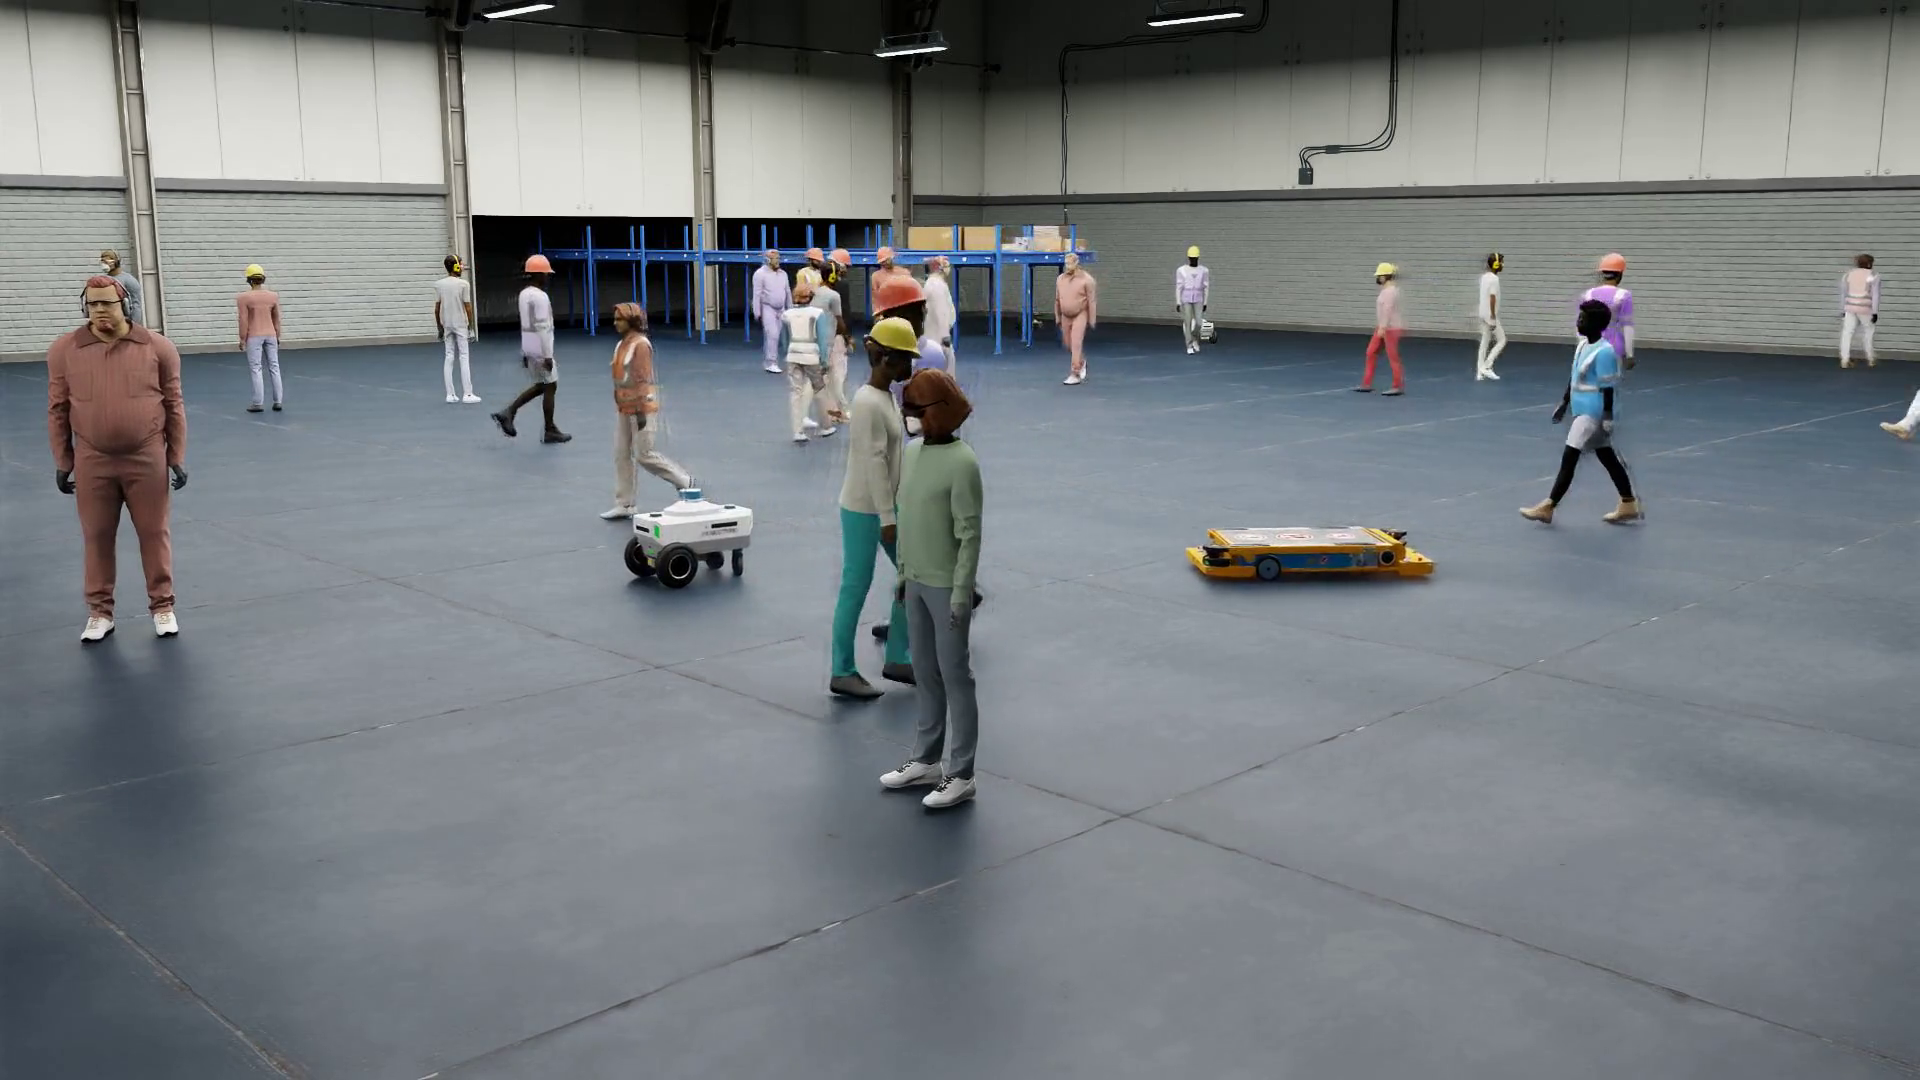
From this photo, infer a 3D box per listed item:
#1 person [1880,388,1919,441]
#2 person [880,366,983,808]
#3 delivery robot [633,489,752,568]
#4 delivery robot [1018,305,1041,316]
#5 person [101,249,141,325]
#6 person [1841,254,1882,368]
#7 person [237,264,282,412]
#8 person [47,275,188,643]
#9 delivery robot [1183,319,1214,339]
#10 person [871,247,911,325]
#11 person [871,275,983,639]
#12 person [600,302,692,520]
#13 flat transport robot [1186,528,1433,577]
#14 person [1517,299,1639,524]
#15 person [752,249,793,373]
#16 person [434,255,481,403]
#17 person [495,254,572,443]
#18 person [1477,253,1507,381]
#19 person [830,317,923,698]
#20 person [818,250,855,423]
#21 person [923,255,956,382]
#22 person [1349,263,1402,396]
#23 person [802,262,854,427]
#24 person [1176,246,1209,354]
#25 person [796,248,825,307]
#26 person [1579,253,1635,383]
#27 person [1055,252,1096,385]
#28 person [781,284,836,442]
[{"bbox_3d":[9.959,-1.859,16.862,0.983,1.778,0.640,5,11,25],"label":"person"},{"bbox_3d":[-0.095,0.170,6.214,0.288,1.633,0.497,-6,12,-31],"label":"person"},{"bbox_3d":[-1.654,-0.075,10.353,0.707,0.478,0.477,-8,13,-36],"label":"delivery robot"},{"bbox_3d":[1.565,-5.172,37.435,0.335,0.223,0.698,-6,12,-28],"label":"delivery robot"},{"bbox_3d":[-10.292,-2.573,20.340,0.630,1.940,0.370,3,11,17],"label":"person"},{"bbox_3d":[14.472,-3.661,26.646,0.932,1.795,0.658,-7,13,-35],"label":"person"},{"bbox_3d":[-8.442,-2.434,20.053,0.310,1.768,0.533,9,13,39],"label":"person"},{"bbox_3d":[-4.393,-0.423,8.702,0.646,1.907,0.401,-4,11,-20],"label":"person"},{"bbox_3d":[4.713,-4.208,32.890,0.477,0.478,0.707,-4,11,-21],"label":"delivery robot"},{"bbox_3d":[-0.932,-3.323,24.418,0.761,1.943,0.495,-3,11,-14],"label":"person"},{"bbox_3d":[-0.213,-0.427,8.728,0.494,1.905,0.559,-3,11,-14],"label":"person"},{"bbox_3d":[-2.384,-0.974,12.466,0.629,1.622,0.519,-7,13,-35],"label":"person"},{"bbox_3d":[2.209,0.069,10.595,1.431,0.197,0.652,-1,10,-3],"label":"flat transport robot"},{"bbox_3d":[4.618,-0.935,12.196,0.893,1.648,0.531,2,11,9],"label":"person"},{"bbox_3d":[-2.802,-3.501,25.531,0.707,1.881,0.671,9,14,40],"label":"person"},{"bbox_3d":[-6.397,-2.674,21.098,0.520,1.864,0.333,2,11,13],"label":"person"},{"bbox_3d":[-4.354,-1.938,16.932,0.671,1.920,0.550,-7,12,-33],"label":"person"},{"bbox_3d":[7.764,-3.240,24.202,0.453,1.853,0.559,-1,10,-4],"label":"person"},{"bbox_3d":[-0.327,-0.134,7.581,0.624,1.735,0.550,2,11,13],"label":"person"},{"bbox_3d":[-1.441,-2.330,19.036,0.572,1.944,0.819,-6,12,-31],"label":"person"},{"bbox_3d":[-0.341,-2.554,20.414,0.857,1.874,0.644,-1,10,-4],"label":"person"},{"bbox_3d":[5.538,-2.785,22.051,0.770,1.740,0.527,-1,10,-3],"label":"person"},{"bbox_3d":[-1.456,-2.172,18.510,1.008,1.802,0.509,-7,12,-33],"label":"person"},{"bbox_3d":[4.151,-4.279,29.705,0.598,1.908,0.421,0,10,0],"label":"person"},{"bbox_3d":[-2.353,-3.664,26.351,0.472,1.909,0.575,7,13,34],"label":"person"},{"bbox_3d":[6.529,-1.917,16.778,0.403,1.926,0.543,-7,12,-33],"label":"person"},{"bbox_3d":[1.687,-3.198,23.952,0.664,1.876,0.783,8,13,36],"label":"person"},{"bbox_3d":[-1.563,-1.833,17.176,0.529,1.602,0.782,3,11,18],"label":"person"}]
